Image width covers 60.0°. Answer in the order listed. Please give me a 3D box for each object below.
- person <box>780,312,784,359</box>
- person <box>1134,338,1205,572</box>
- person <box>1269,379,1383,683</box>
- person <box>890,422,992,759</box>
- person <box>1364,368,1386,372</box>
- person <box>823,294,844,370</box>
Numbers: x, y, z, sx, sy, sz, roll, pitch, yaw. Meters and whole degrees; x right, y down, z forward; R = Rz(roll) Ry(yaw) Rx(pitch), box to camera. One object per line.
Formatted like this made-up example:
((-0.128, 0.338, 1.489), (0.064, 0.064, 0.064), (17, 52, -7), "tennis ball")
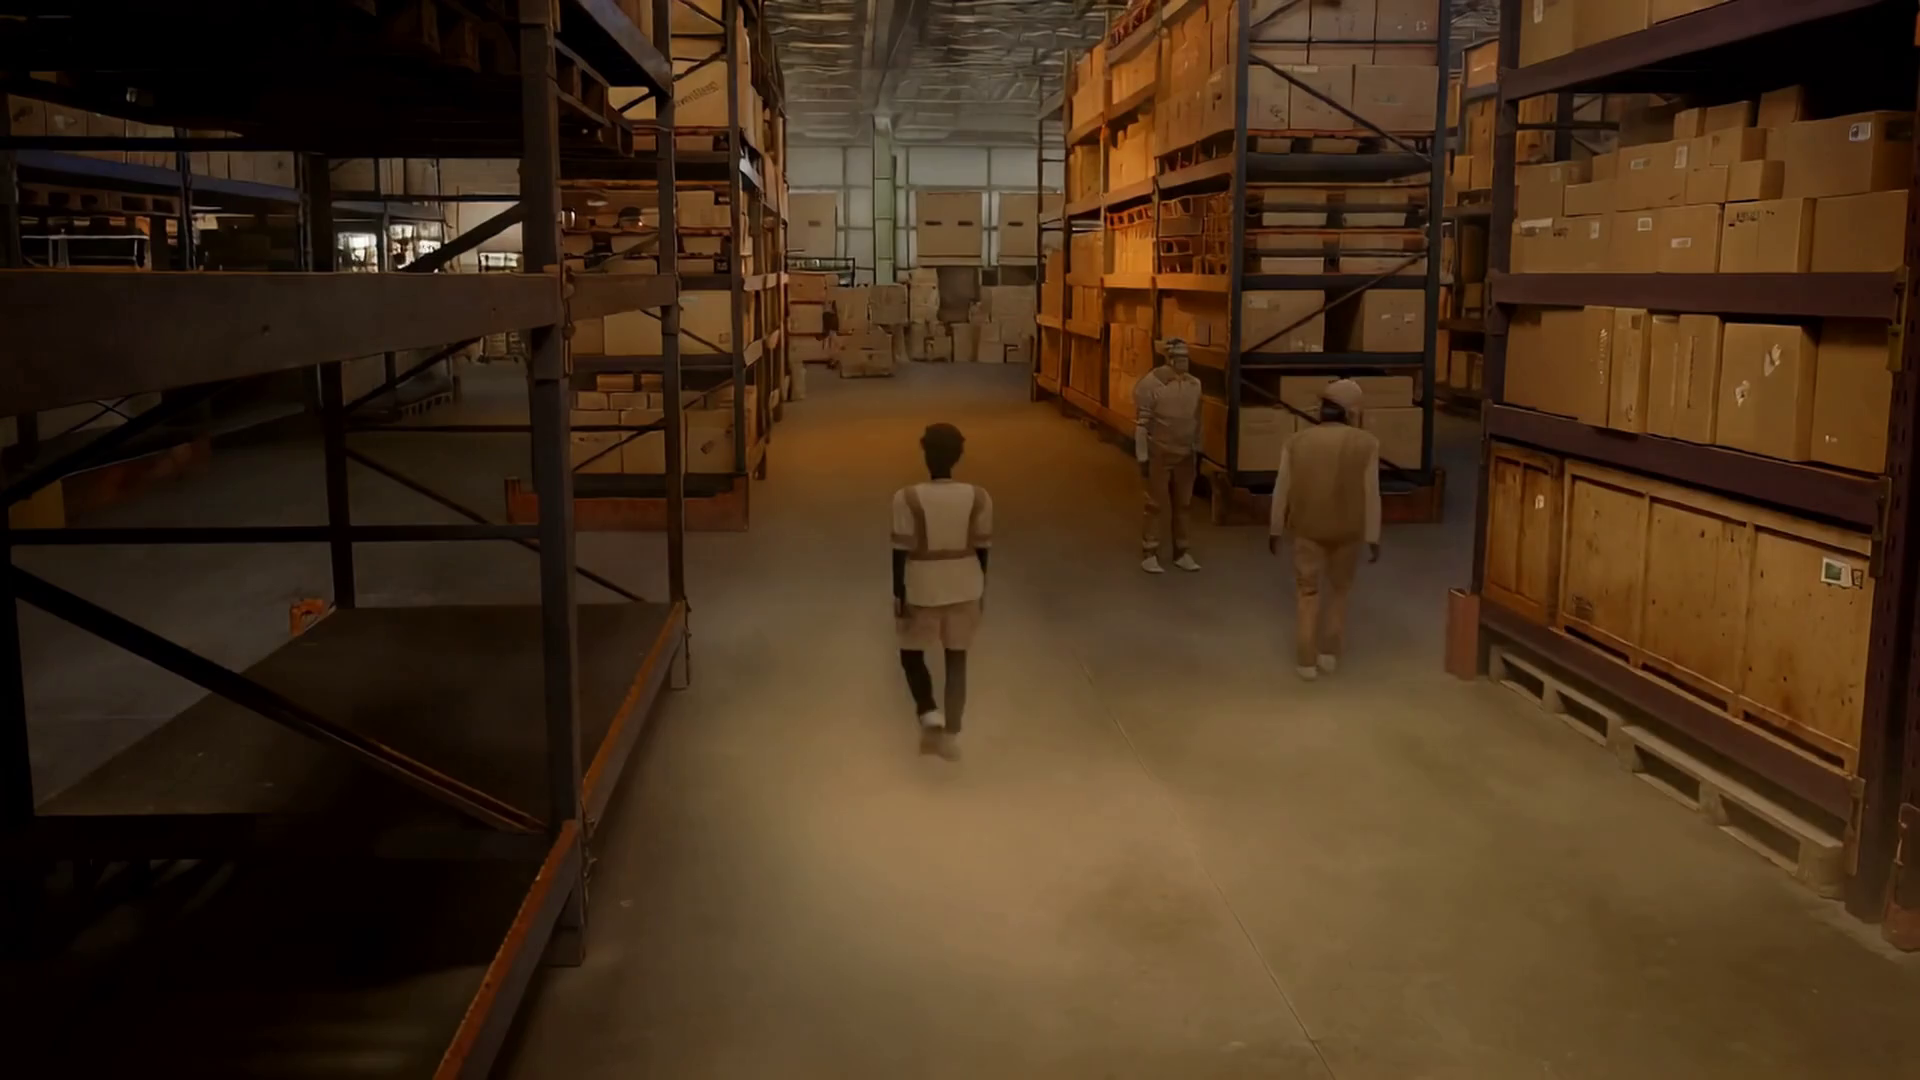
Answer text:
((-3.839, -4.023, 35.208), (0.856, 1.646, 0.556), (-3, 10, -20), "person")
((1.730, -0.691, 13.555), (0.642, 1.900, 0.400), (-4, 10, -25), "person")
((2.183, -0.063, 9.948), (0.675, 1.785, 0.673), (3, 9, 17), "person")
((-0.082, 0.272, 8.165), (0.536, 1.688, 0.421), (-3, 9, -16), "person")
((6.625, -2.735, 26.546), (0.429, 1.846, 0.633), (5, 10, 28), "person")
((-3.230, -5.262, 42.205), (0.479, 1.918, 0.623), (2, 9, 14), "person")
